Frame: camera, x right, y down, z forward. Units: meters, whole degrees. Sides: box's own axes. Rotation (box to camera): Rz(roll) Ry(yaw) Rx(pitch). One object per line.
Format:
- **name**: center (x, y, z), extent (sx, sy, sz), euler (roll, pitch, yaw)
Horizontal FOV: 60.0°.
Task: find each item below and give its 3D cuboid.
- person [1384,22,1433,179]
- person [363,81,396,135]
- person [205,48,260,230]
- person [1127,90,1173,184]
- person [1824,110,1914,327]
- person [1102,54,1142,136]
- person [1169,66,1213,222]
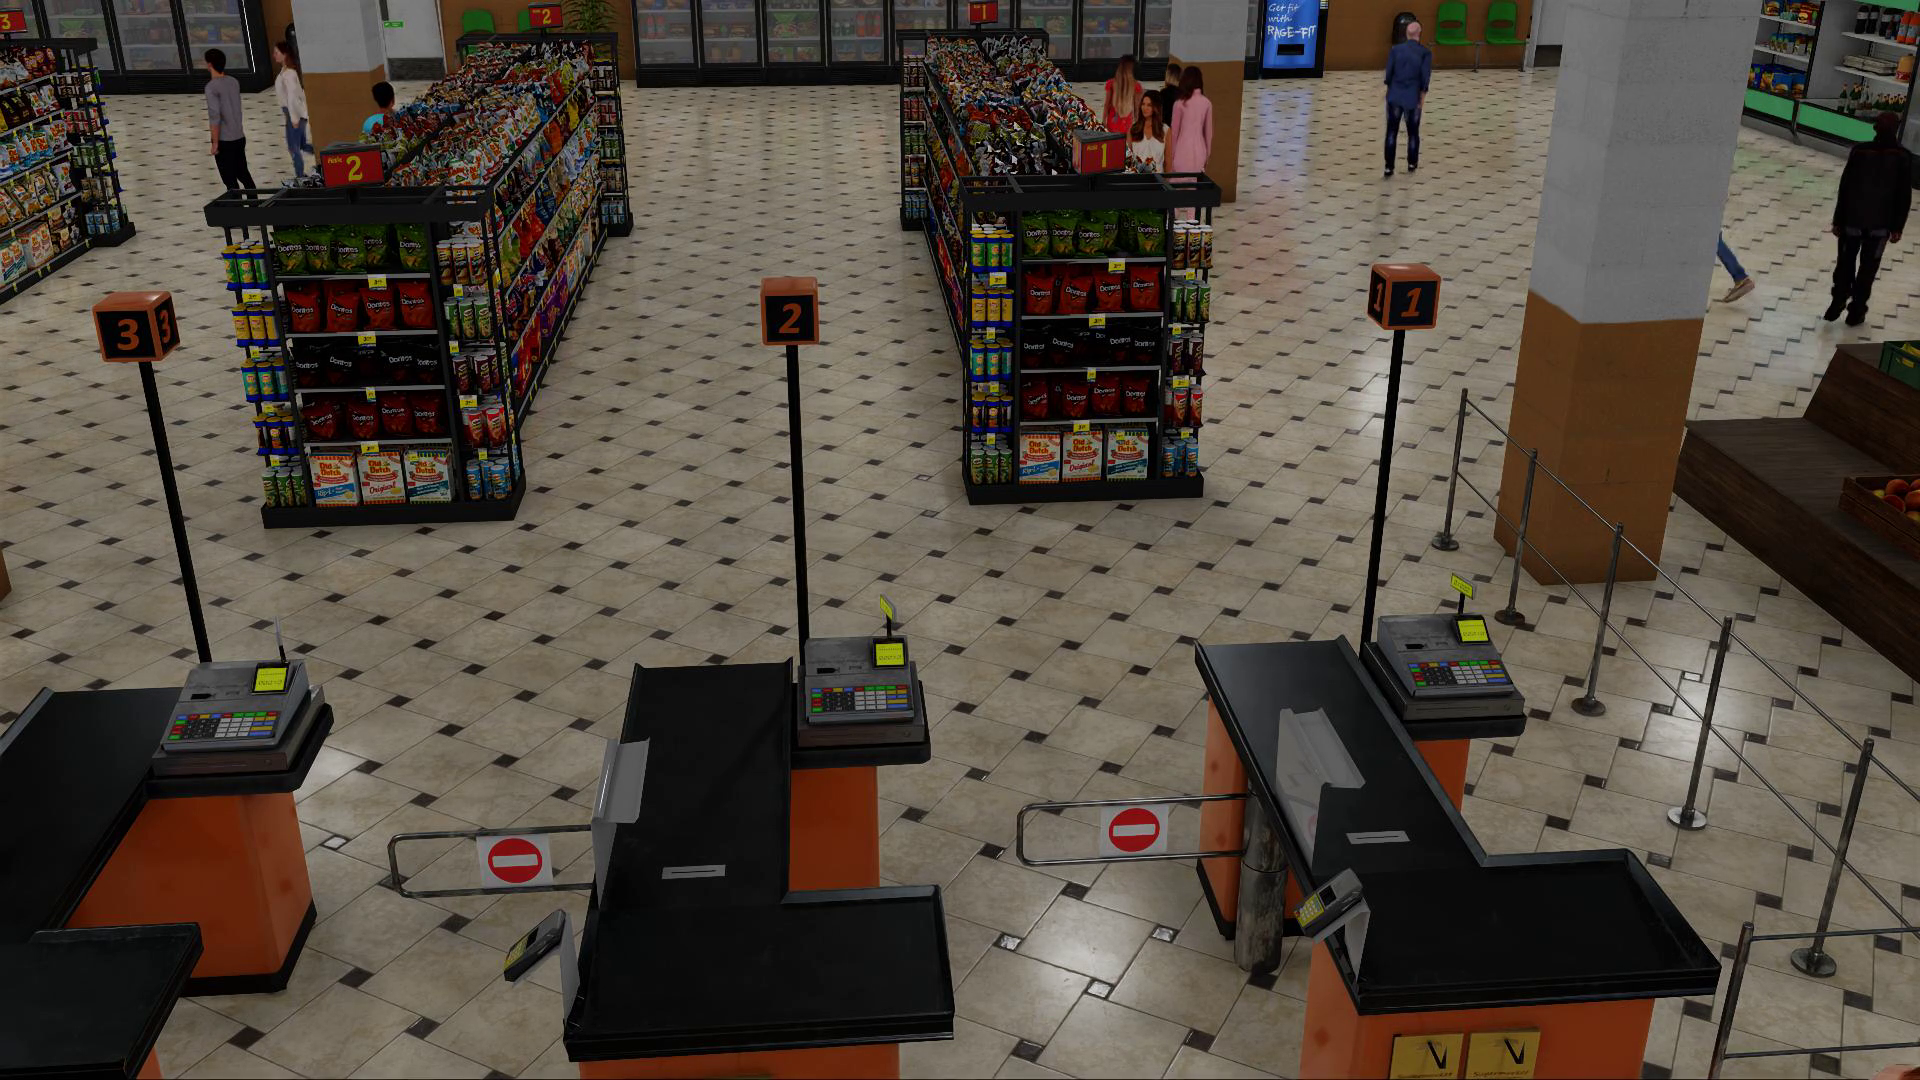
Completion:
- **person**: center (5.261, -5.200, 19.798), extent (1.005, 1.789, 1.173), euler (10, 25, 21)
- **person**: center (-5.351, -3.432, 15.773), extent (0.609, 1.776, 0.517), euler (-2, 24, -4)
- **person**: center (-7.689, -4.225, 17.503), extent (0.777, 1.844, 0.589), euler (5, 24, 11)
- **person**: center (1.724, -3.238, 15.319), extent (0.644, 1.785, 0.624), euler (6, 24, 13)
- **person**: center (7.632, -2.684, 14.031), extent (0.919, 1.804, 0.978), euler (18, 29, 35)
- **person**: center (1.816, -4.665, 18.848), extent (0.654, 1.571, 0.711), euler (2, 24, 5)
- **person**: center (2.292, -3.753, 16.497), extent (0.682, 1.784, 0.696), euler (-6, 24, -13)
